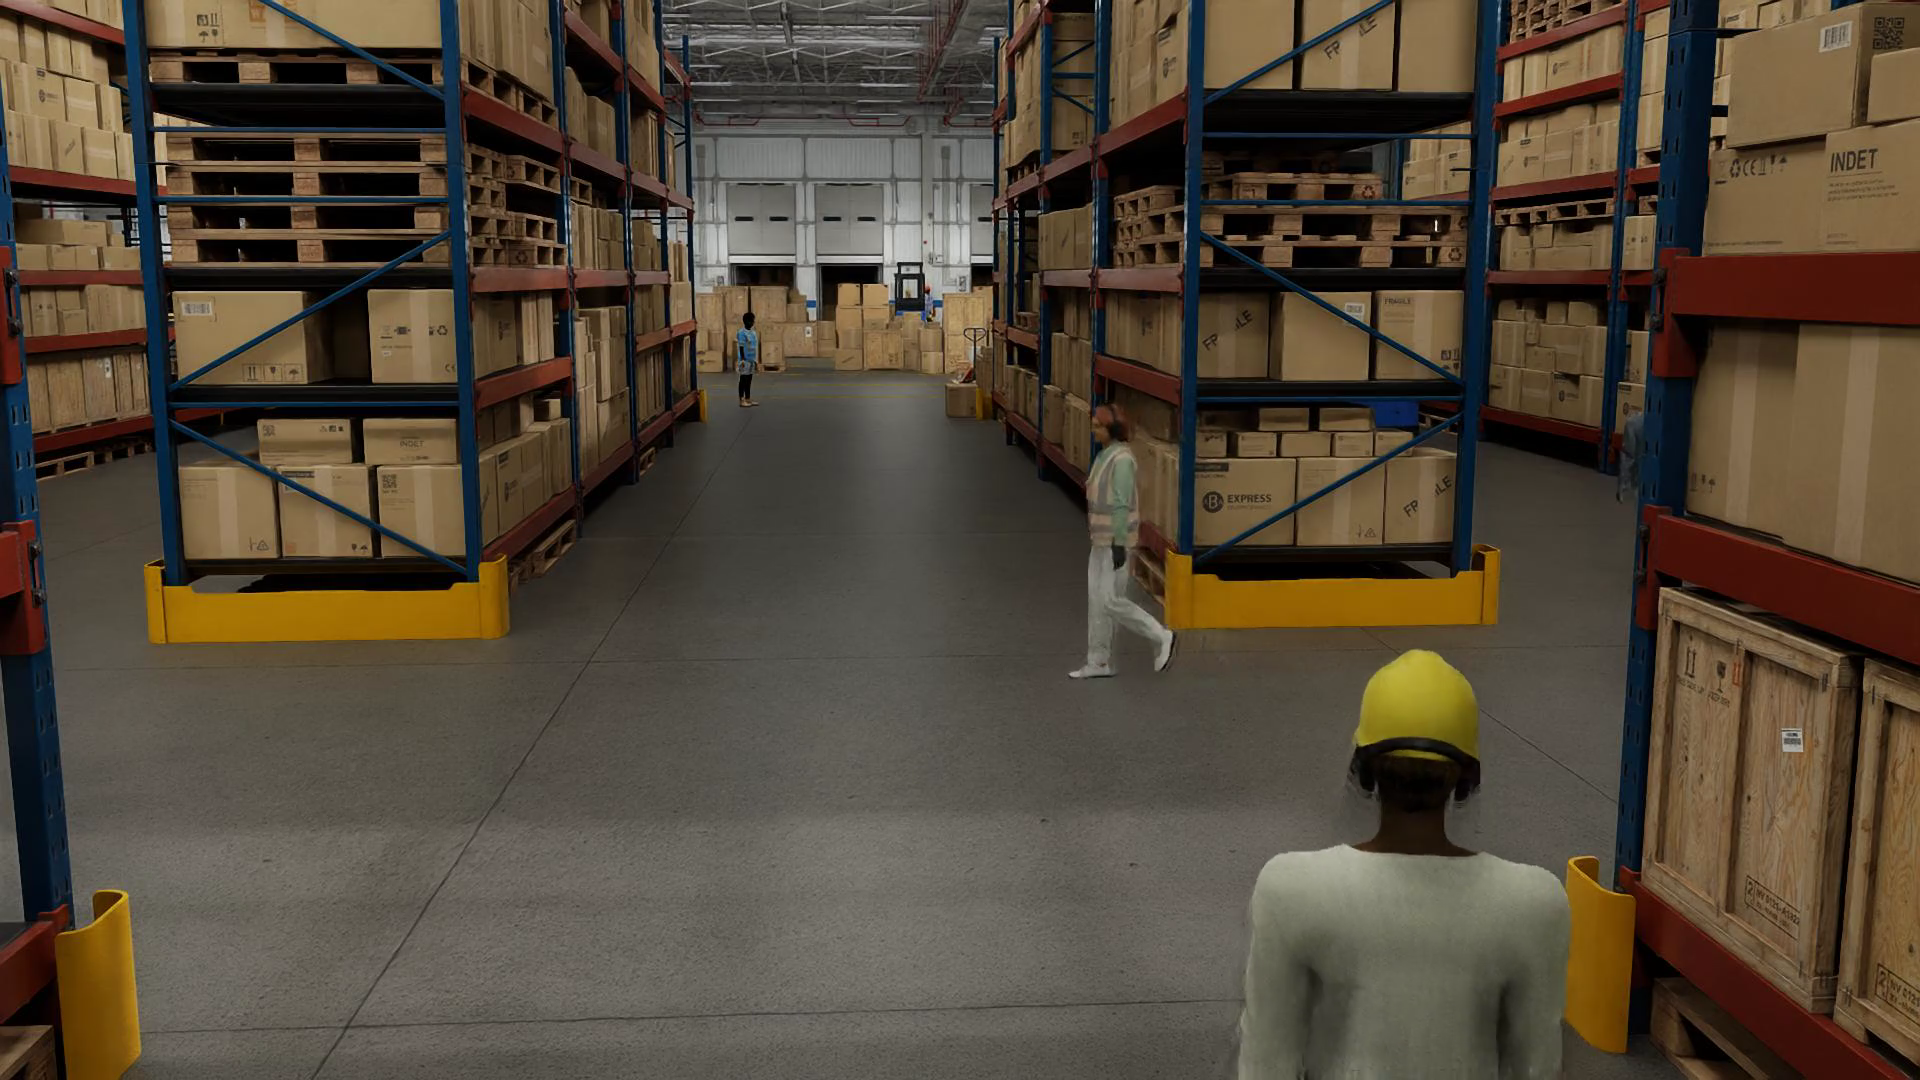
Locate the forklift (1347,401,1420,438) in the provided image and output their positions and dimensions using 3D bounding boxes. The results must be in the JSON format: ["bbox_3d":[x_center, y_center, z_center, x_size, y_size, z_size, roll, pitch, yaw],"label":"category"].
[{"bbox_3d":[5.407,-2.747,23.076,1.129,2.768,1.873,-5,10,-29],"label":"forklift"}]

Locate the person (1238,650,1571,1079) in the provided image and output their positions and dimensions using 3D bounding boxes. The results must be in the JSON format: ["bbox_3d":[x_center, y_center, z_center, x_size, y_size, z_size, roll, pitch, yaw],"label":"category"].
[{"bbox_3d":[0.726,1.057,2.764,0.527,1.744,0.746,1,9,9],"label":"person"}]

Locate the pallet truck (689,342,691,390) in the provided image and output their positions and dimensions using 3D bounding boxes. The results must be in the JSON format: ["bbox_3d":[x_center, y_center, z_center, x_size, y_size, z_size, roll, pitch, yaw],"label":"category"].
[{"bbox_3d":[-5.225,-3.008,27.480,1.885,1.965,0.823,2,9,14],"label":"pallet truck"}]

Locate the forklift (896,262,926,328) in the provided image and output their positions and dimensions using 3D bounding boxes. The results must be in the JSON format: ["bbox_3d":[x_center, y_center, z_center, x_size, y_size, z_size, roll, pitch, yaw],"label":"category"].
[{"bbox_3d":[-1.777,-8.547,59.496,1.129,2.768,1.873,-1,9,-4],"label":"forklift"}]

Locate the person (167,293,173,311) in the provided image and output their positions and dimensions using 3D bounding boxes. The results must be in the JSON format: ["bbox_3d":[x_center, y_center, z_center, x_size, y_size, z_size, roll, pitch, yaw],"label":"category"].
[{"bbox_3d":[-29.634,-8.608,62.703,0.400,1.987,0.608,-1,9,-4],"label":"person"}]

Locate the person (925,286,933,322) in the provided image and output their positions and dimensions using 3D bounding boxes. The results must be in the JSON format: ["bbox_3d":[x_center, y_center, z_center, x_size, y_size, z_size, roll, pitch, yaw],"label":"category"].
[{"bbox_3d":[-1.289,-9.264,66.950,0.379,1.937,0.548,-4,10,-23],"label":"person"}]

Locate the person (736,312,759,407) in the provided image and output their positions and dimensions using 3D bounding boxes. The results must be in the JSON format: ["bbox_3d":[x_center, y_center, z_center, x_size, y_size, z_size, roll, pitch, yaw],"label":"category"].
[{"bbox_3d":[-3.806,-3.224,29.793,0.321,1.692,0.529,3,10,20],"label":"person"}]

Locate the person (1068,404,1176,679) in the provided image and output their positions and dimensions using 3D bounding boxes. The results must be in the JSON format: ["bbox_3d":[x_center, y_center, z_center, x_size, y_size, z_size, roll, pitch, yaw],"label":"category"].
[{"bbox_3d":[0.931,0.016,9.645,0.538,1.623,0.534,-2,9,-13],"label":"person"}]

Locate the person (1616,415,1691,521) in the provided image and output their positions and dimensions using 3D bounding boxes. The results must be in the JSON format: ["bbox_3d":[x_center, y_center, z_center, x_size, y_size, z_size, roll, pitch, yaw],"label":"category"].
[{"bbox_3d":[5.107,-0.374,12.223,0.497,1.586,0.873,5,11,30],"label":"person"}]
